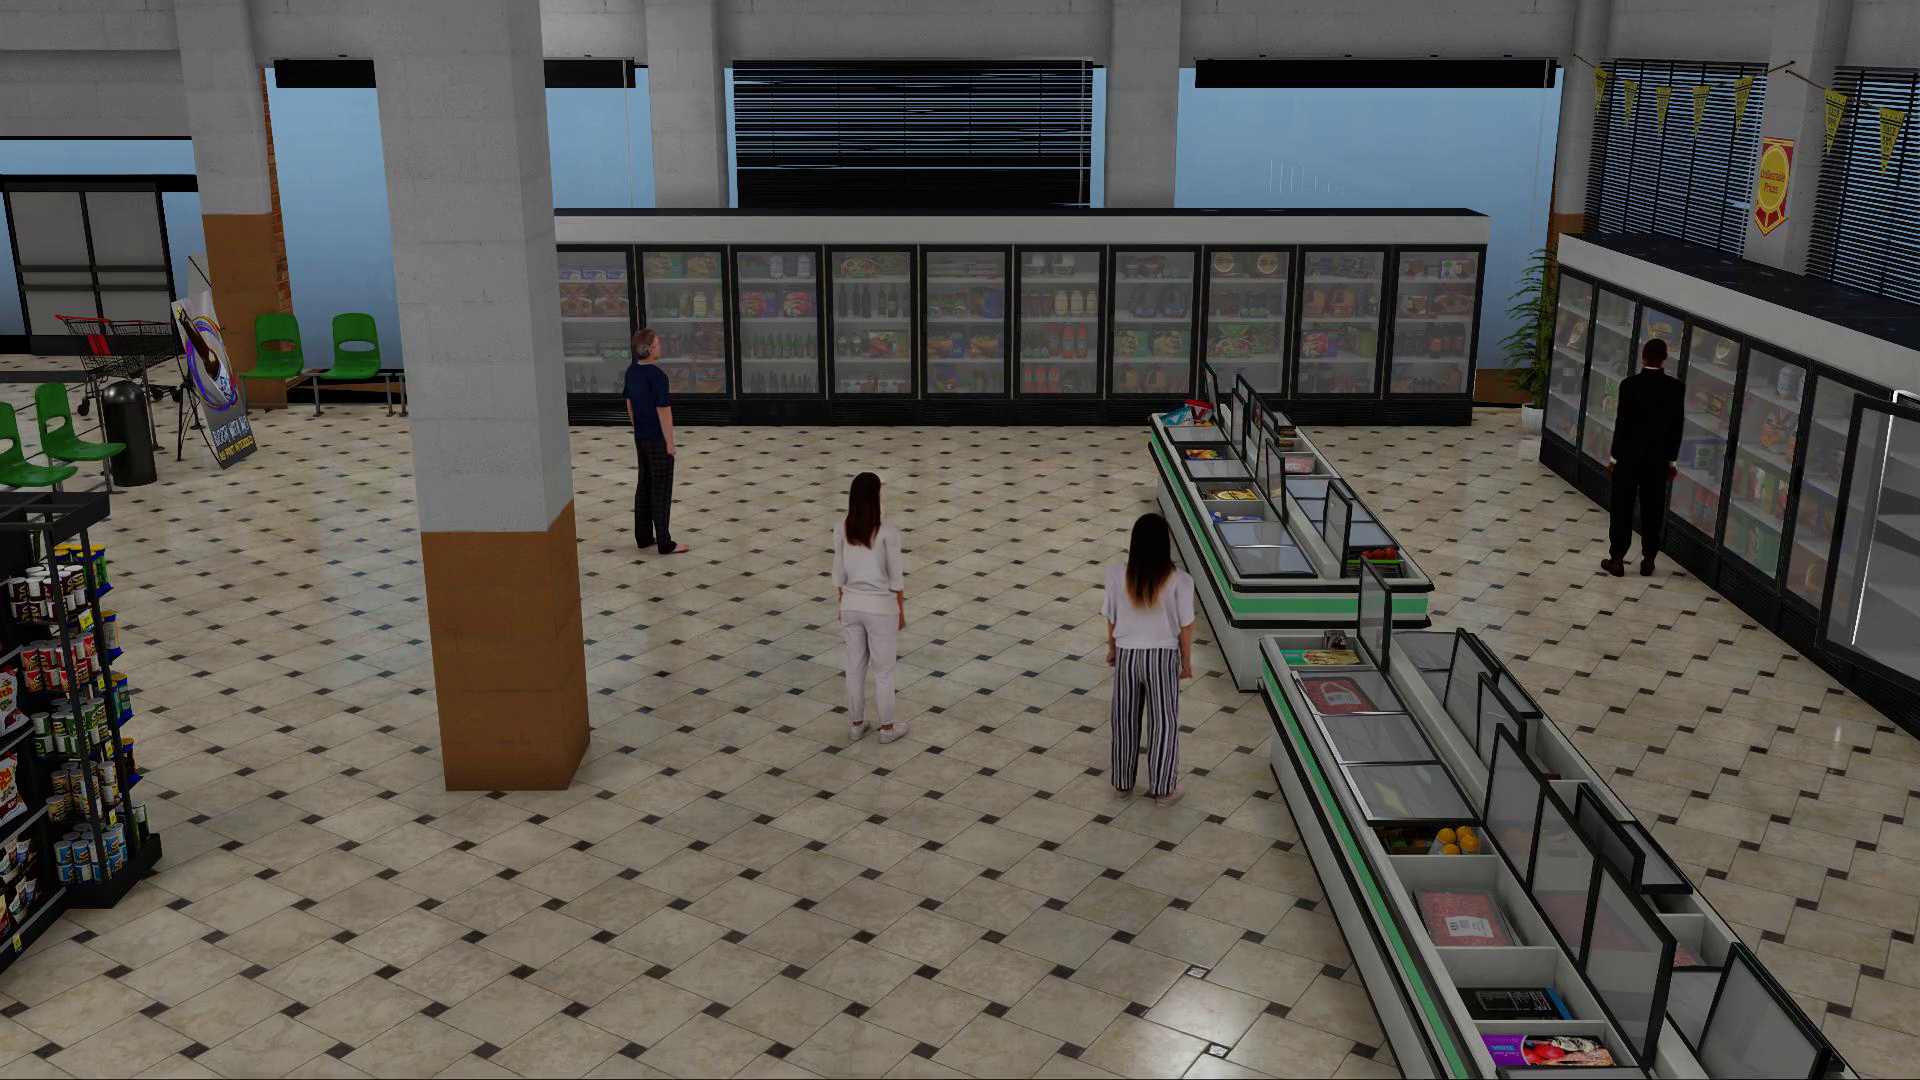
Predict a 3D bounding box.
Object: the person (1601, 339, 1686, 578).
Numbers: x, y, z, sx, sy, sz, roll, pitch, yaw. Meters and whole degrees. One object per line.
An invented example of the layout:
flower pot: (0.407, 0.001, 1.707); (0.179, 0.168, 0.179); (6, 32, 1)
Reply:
person: (5.409, -0.630, 13.179); (0.711, 1.853, 0.641); (2, 17, 7)

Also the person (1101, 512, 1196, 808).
person: (1.041, 0.657, 9.237); (0.772, 1.681, 0.763); (7, 18, 23)

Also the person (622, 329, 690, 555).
person: (-2.545, -0.821, 13.777); (0.727, 1.872, 0.781); (16, 23, 41)

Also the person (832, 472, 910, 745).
person: (-0.544, 0.408, 10.045); (0.666, 1.688, 0.654); (6, 18, 20)
